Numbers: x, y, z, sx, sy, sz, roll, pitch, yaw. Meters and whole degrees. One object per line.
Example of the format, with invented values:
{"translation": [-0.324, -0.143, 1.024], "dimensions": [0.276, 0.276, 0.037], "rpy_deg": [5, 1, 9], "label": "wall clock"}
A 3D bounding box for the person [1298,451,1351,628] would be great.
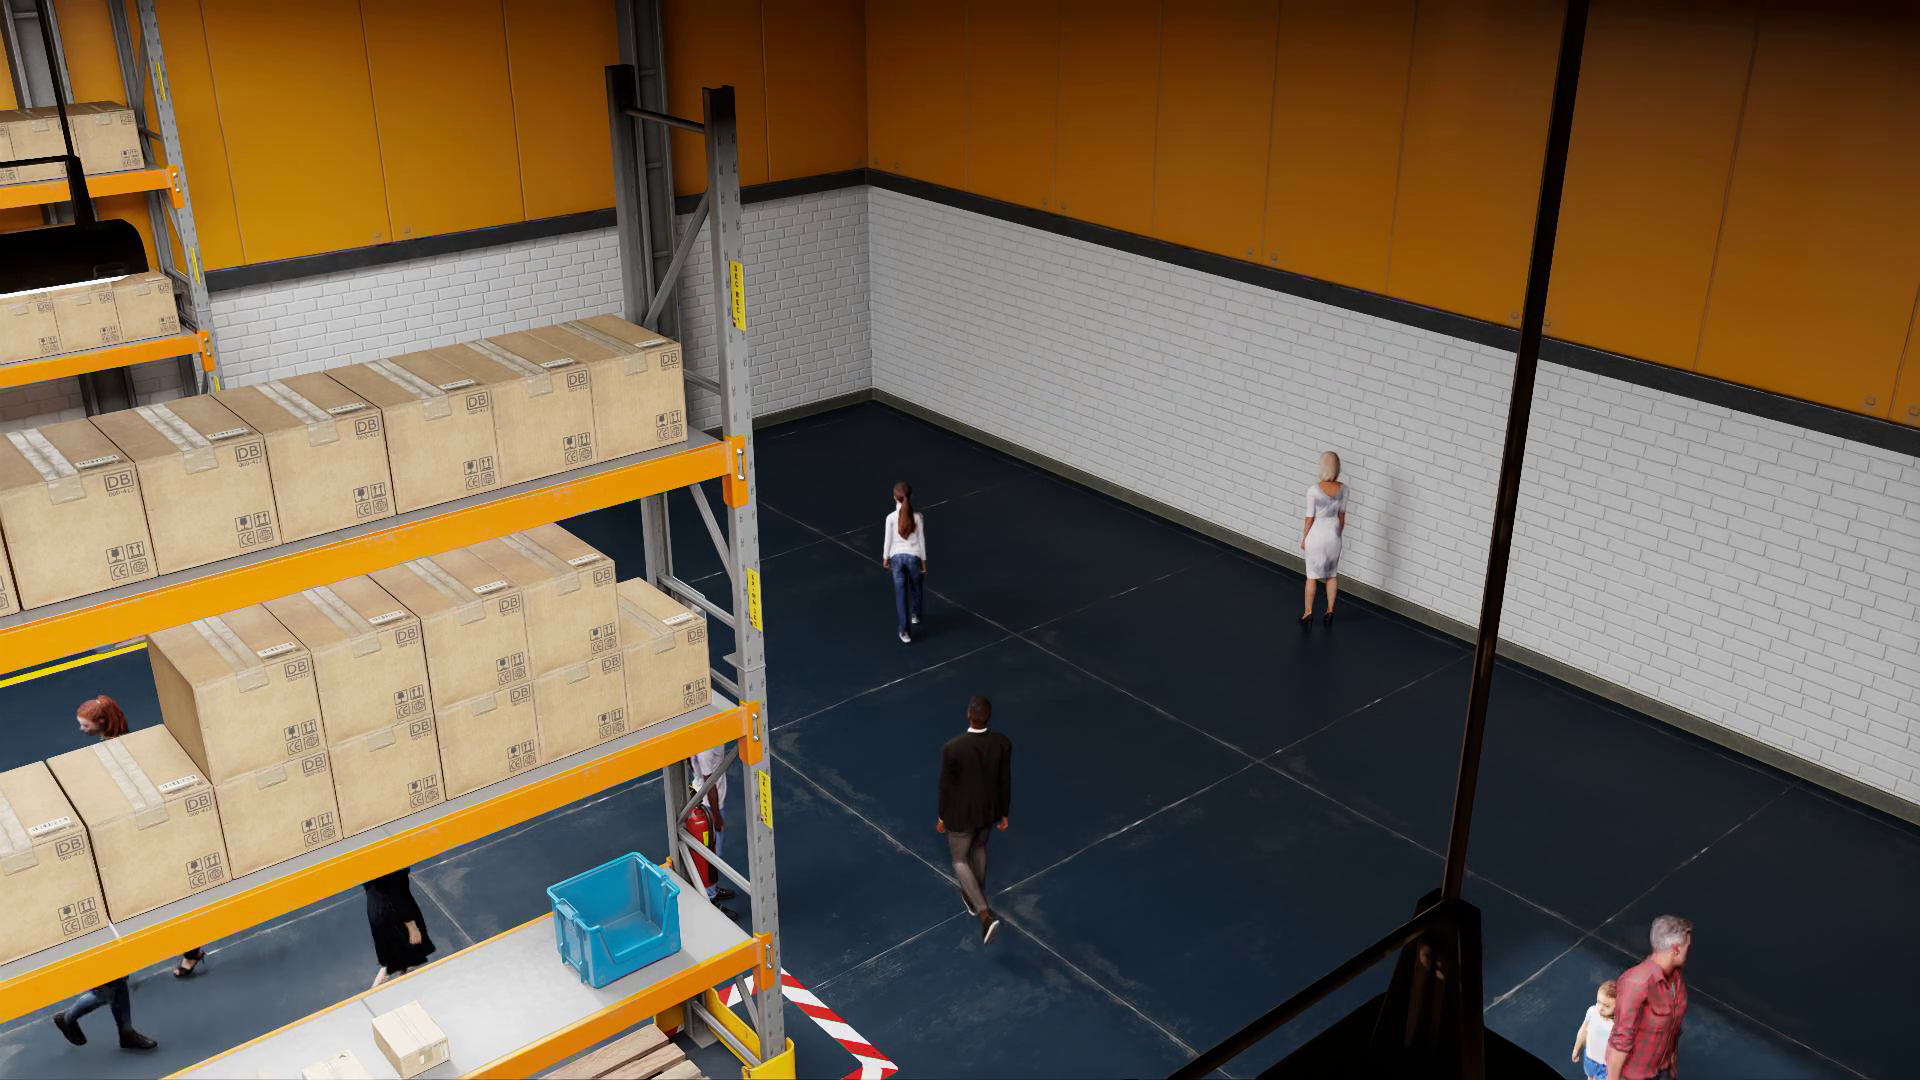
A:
{"translation": [3.430, -0.011, 15.672], "dimensions": [0.600, 1.751, 0.703], "rpy_deg": [-3, 24, -8], "label": "person"}

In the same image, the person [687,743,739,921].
{"translation": [-1.727, 1.821, 11.521], "dimensions": [0.679, 1.719, 0.668], "rpy_deg": [-4, 24, -9], "label": "person"}

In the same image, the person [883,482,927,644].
{"translation": [-0.499, 0.226, 15.396], "dimensions": [0.887, 1.539, 0.871], "rpy_deg": [-3, 24, -6], "label": "person"}

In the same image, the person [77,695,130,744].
{"translation": [-5.653, 1.826, 11.523], "dimensions": [1.258, 1.709, 0.944], "rpy_deg": [-6, 24, -12], "label": "person"}

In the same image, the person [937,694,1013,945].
{"translation": [0.120, 1.903, 11.254], "dimensions": [1.060, 1.783, 0.928], "rpy_deg": [-9, 25, -19], "label": "person"}

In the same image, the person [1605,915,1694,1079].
{"translation": [3.664, 2.835, 9.101], "dimensions": [0.699, 1.799, 0.805], "rpy_deg": [-11, 26, -23], "label": "person"}

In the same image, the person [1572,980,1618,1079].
{"translation": [3.785, 2.996, 9.717], "dimensions": [0.485, 1.012, 0.440], "rpy_deg": [-17, 29, -33], "label": "person"}
